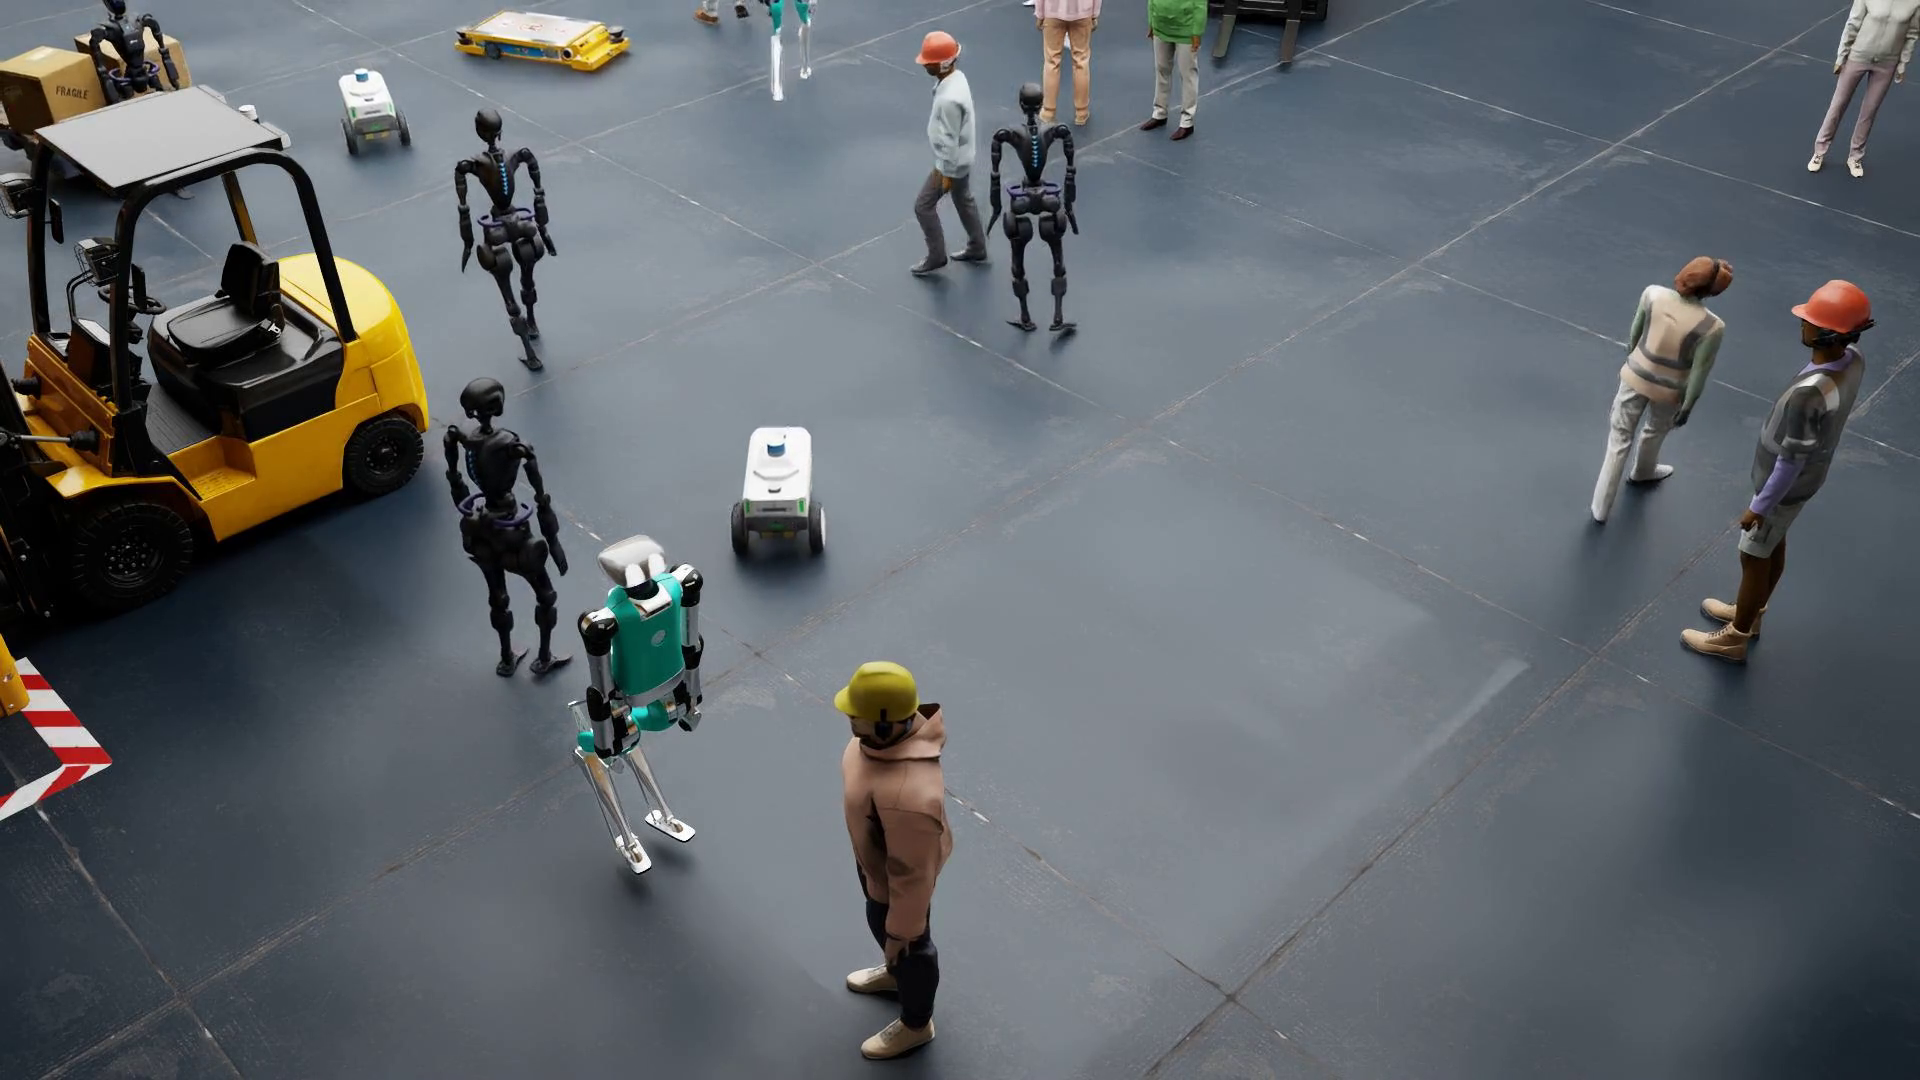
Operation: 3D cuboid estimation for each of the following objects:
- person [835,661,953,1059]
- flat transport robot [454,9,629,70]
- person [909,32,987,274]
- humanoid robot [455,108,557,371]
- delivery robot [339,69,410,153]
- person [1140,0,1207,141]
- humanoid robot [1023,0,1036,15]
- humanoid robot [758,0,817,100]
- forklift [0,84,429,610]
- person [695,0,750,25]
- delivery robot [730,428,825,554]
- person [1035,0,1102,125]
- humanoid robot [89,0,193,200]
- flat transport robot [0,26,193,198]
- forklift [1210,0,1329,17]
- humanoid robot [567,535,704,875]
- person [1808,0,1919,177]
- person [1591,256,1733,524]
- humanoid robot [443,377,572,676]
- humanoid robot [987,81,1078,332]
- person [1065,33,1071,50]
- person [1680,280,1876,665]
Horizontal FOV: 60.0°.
[{"bbox_3d":[-0.226,1.164,6.104,0.410,1.867,0.795,-7,37,-9],"label":"person"},{"bbox_3d":[-3.791,-4.531,15.063,1.431,0.231,0.659,13,39,16],"label":"flat transport robot"},{"bbox_3d":[-0.109,-2.597,11.262,0.667,1.717,0.603,2,37,2],"label":"person"},{"bbox_3d":[-2.851,-1.904,10.382,0.606,1.639,0.634,-22,42,-27],"label":"humanoid robot"},{"bbox_3d":[-4.777,-3.498,13.439,0.499,0.593,0.797,-15,39,-19],"label":"delivery robot"},{"bbox_3d":[1.714,-4.080,13.200,0.541,1.779,0.386,28,45,32],"label":"person"},{"bbox_3d":[0.816,-5.835,15.586,0.670,1.806,0.537,-10,38,-13],"label":"humanoid robot"},{"bbox_3d":[-1.458,-4.670,14.077,0.531,1.820,0.839,-3,37,-4],"label":"humanoid robot"},{"bbox_3d":[-4.145,-1.093,8.856,2.313,2.155,1.214,-31,47,-34],"label":"forklift"},{"bbox_3d":[-2.221,-5.677,15.220,0.698,1.919,0.491,-12,38,-15],"label":"person"},{"bbox_3d":[-0.996,-0.275,9.138,0.499,0.609,0.784,-1,37,-1],"label":"delivery robot"},{"bbox_3d":[0.865,-4.199,13.350,0.536,1.782,0.397,-1,37,-2],"label":"person"},{"bbox_3d":[-6.030,-3.306,12.251,0.423,1.647,0.588,27,44,31],"label":"humanoid robot"},{"bbox_3d":[-6.689,-3.069,13.105,1.431,0.231,0.659,27,45,32],"label":"flat transport robot"},{"bbox_3d":[3.106,-6.400,15.960,1.214,2.155,2.313,8,37,10],"label":"forklift"},{"bbox_3d":[-1.392,0.612,6.839,0.533,1.677,0.735,-31,47,-34],"label":"humanoid robot"},{"bbox_3d":[6.912,-3.625,12.599,0.524,1.768,0.306,11,38,14],"label":"person"},{"bbox_3d":[3.812,-0.849,9.024,0.500,1.586,0.766,27,45,32],"label":"person"},{"bbox_3d":[-2.158,-0.052,7.889,0.600,1.654,0.329,15,39,19],"label":"humanoid robot"},{"bbox_3d":[0.478,-2.085,10.617,0.595,1.646,0.447,-4,37,-5],"label":"humanoid robot"},{"bbox_3d":[1.093,-5.339,14.815,0.662,1.857,0.862,-17,40,-21],"label":"person"},{"bbox_3d":[3.903,-0.303,7.923,0.371,2.042,0.613,27,44,31],"label":"person"}]
